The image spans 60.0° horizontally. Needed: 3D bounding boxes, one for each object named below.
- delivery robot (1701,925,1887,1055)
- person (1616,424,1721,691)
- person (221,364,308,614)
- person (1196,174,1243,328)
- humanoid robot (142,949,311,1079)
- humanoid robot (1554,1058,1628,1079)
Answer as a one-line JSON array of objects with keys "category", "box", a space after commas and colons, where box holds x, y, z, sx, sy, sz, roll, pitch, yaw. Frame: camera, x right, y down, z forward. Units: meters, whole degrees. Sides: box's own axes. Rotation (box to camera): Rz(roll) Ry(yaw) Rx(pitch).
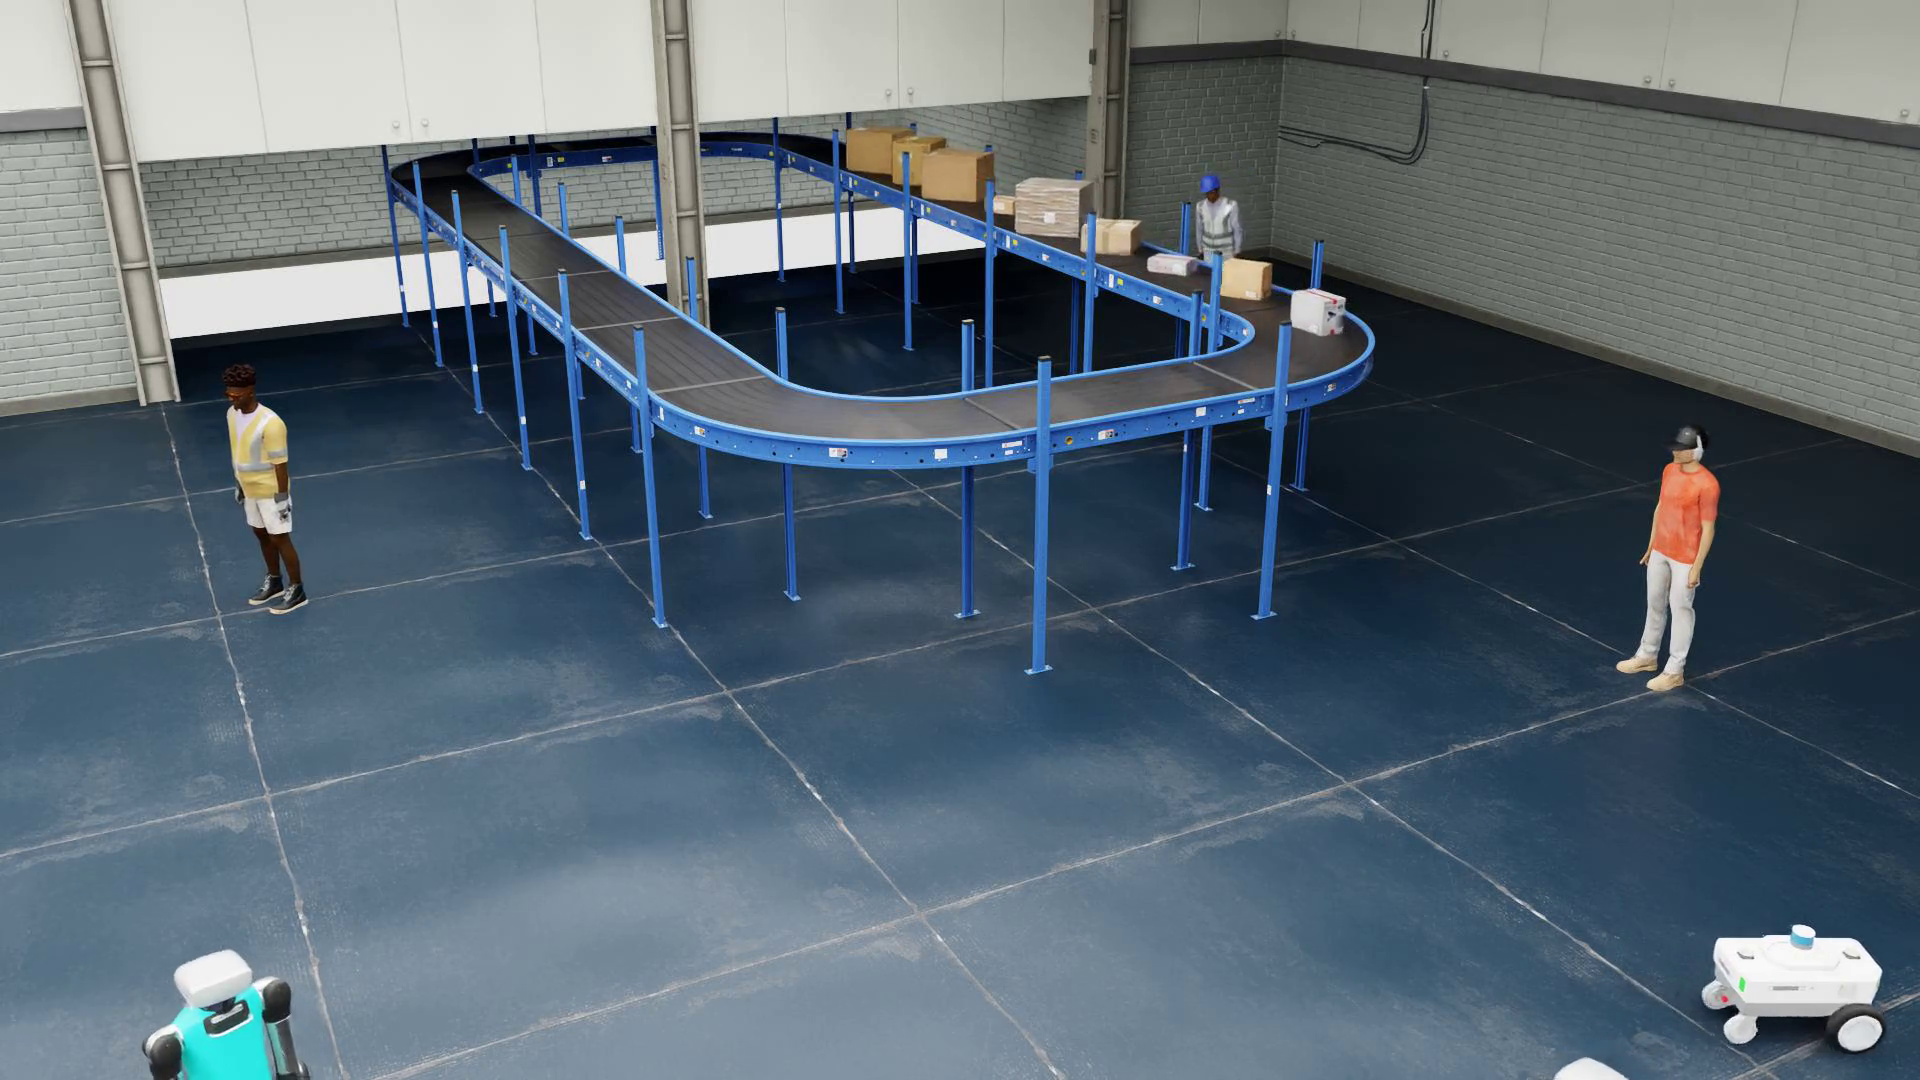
[{"category": "delivery robot", "box": [4.097, 2.158, 8.143, 0.754, 0.581, 0.499, 0, 22, 0]}, {"category": "person", "box": [4.875, 0.115, 11.405, 0.415, 1.909, 0.480, -8, 23, -19]}, {"category": "person", "box": [-5.286, -0.395, 12.609, 0.607, 1.957, 0.371, 16, 27, 34]}, {"category": "person", "box": [3.257, -3.621, 20.680, 0.650, 1.900, 0.816, 14, 26, 31]}, {"category": "humanoid robot", "box": [-2.476, 2.367, 6.070, 1.042, 1.719, 0.553, 16, 27, 34]}, {"category": "humanoid robot", "box": [2.182, 2.504, 5.797, 0.542, 1.836, 0.748, 20, 30, 41]}]
